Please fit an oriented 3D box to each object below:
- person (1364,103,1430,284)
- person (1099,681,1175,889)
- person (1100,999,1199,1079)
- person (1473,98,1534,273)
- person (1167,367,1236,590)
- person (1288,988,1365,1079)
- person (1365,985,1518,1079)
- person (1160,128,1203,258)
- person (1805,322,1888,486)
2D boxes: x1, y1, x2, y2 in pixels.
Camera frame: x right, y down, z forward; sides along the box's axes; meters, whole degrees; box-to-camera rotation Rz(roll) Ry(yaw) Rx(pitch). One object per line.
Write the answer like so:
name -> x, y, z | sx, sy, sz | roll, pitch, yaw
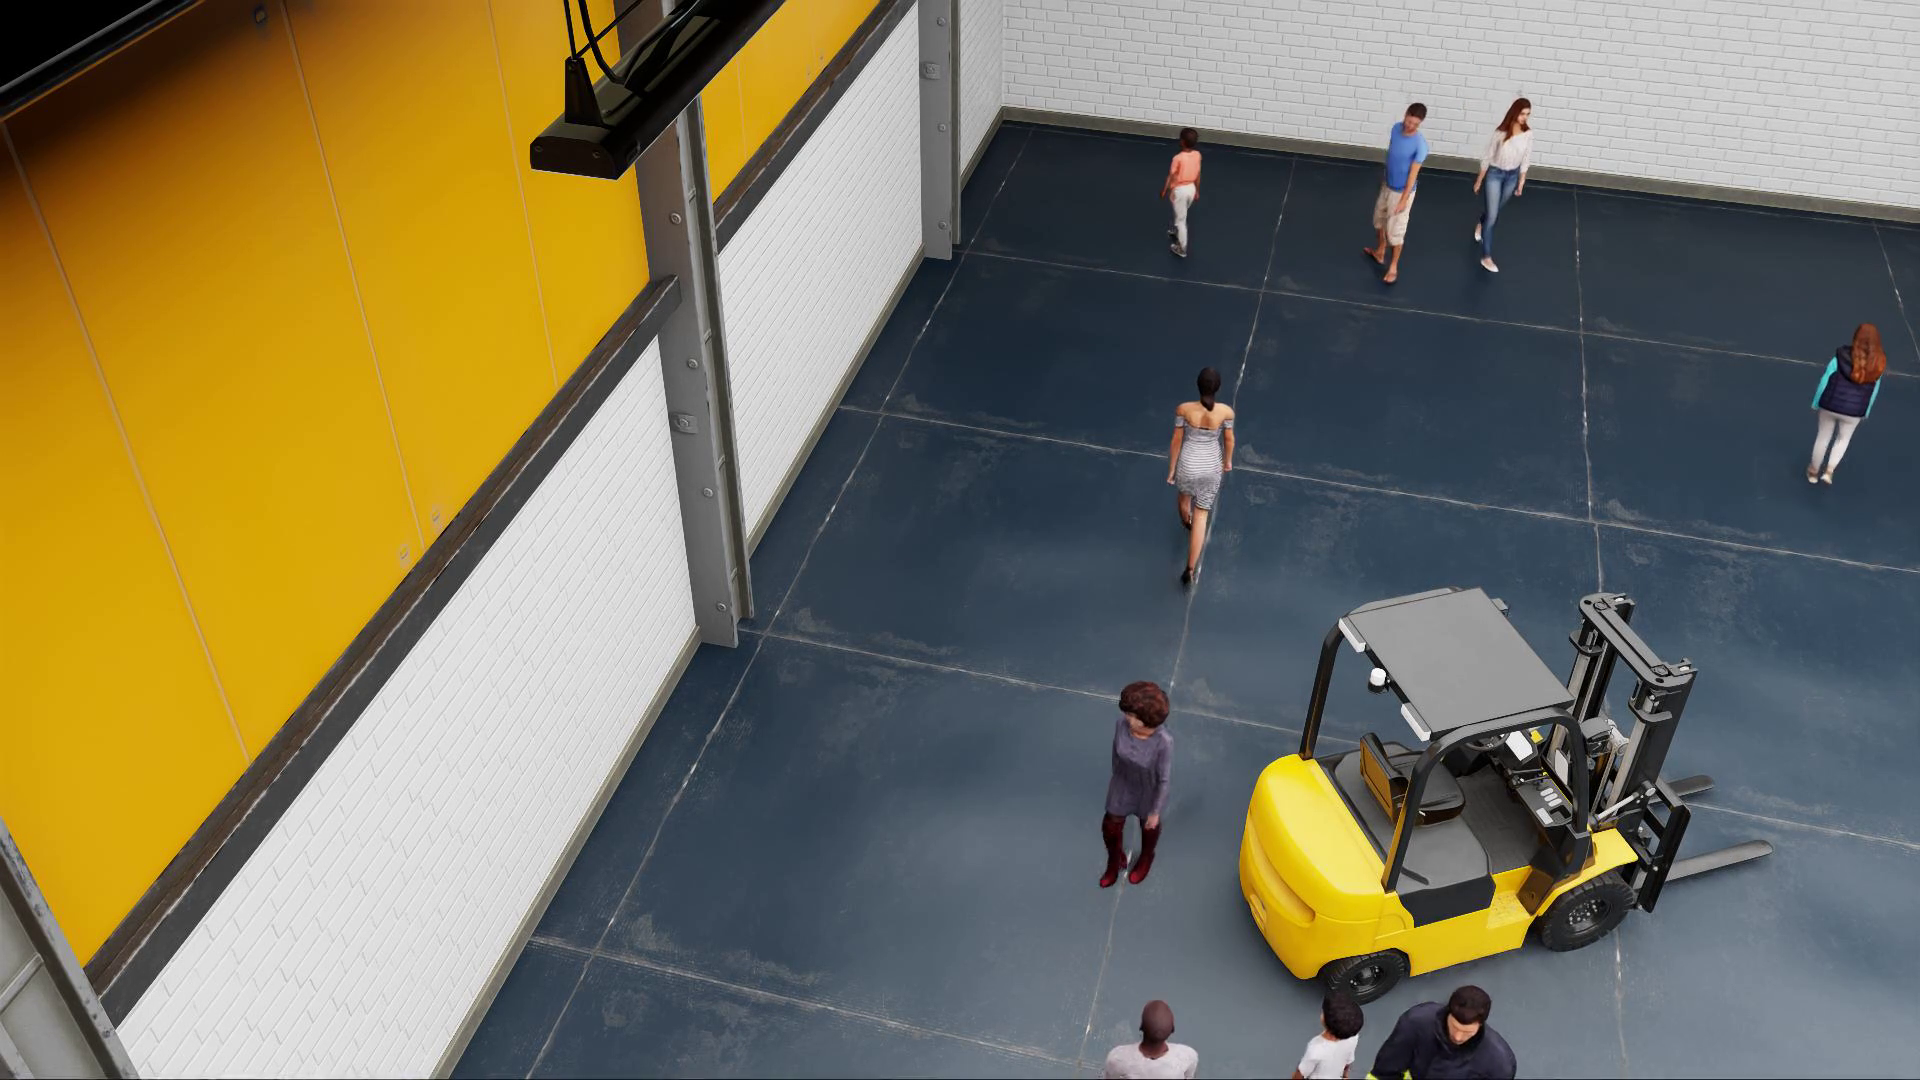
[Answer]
person -> 4.201, -3.396, 16.000 | 0.969, 1.838, 0.830 | -8, 39, -9
person -> 1.148, 1.453, 10.044 | 0.696, 1.694, 0.731 | 23, 44, 26
person -> 0.916, 2.929, 8.148 | 0.781, 1.755, 0.975 | -1, 39, -1
person -> 5.287, -3.581, 16.349 | 0.881, 1.692, 1.209 | -1, 39, -1
person -> 1.763, -0.420, 12.322 | 0.704, 1.778, 1.099 | 5, 39, 7
person -> 1.922, 2.849, 8.655 | 0.853, 1.246, 0.884 | -23, 44, -26
person -> 2.382, 2.740, 8.269 | 1.012, 1.899, 1.127 | 25, 45, 28
person -> 2.250, -3.421, 16.471 | 0.714, 1.291, 0.777 | -21, 43, -24
person -> 7.084, -1.047, 13.332 | 0.614, 1.498, 0.675 | 14, 41, 17
